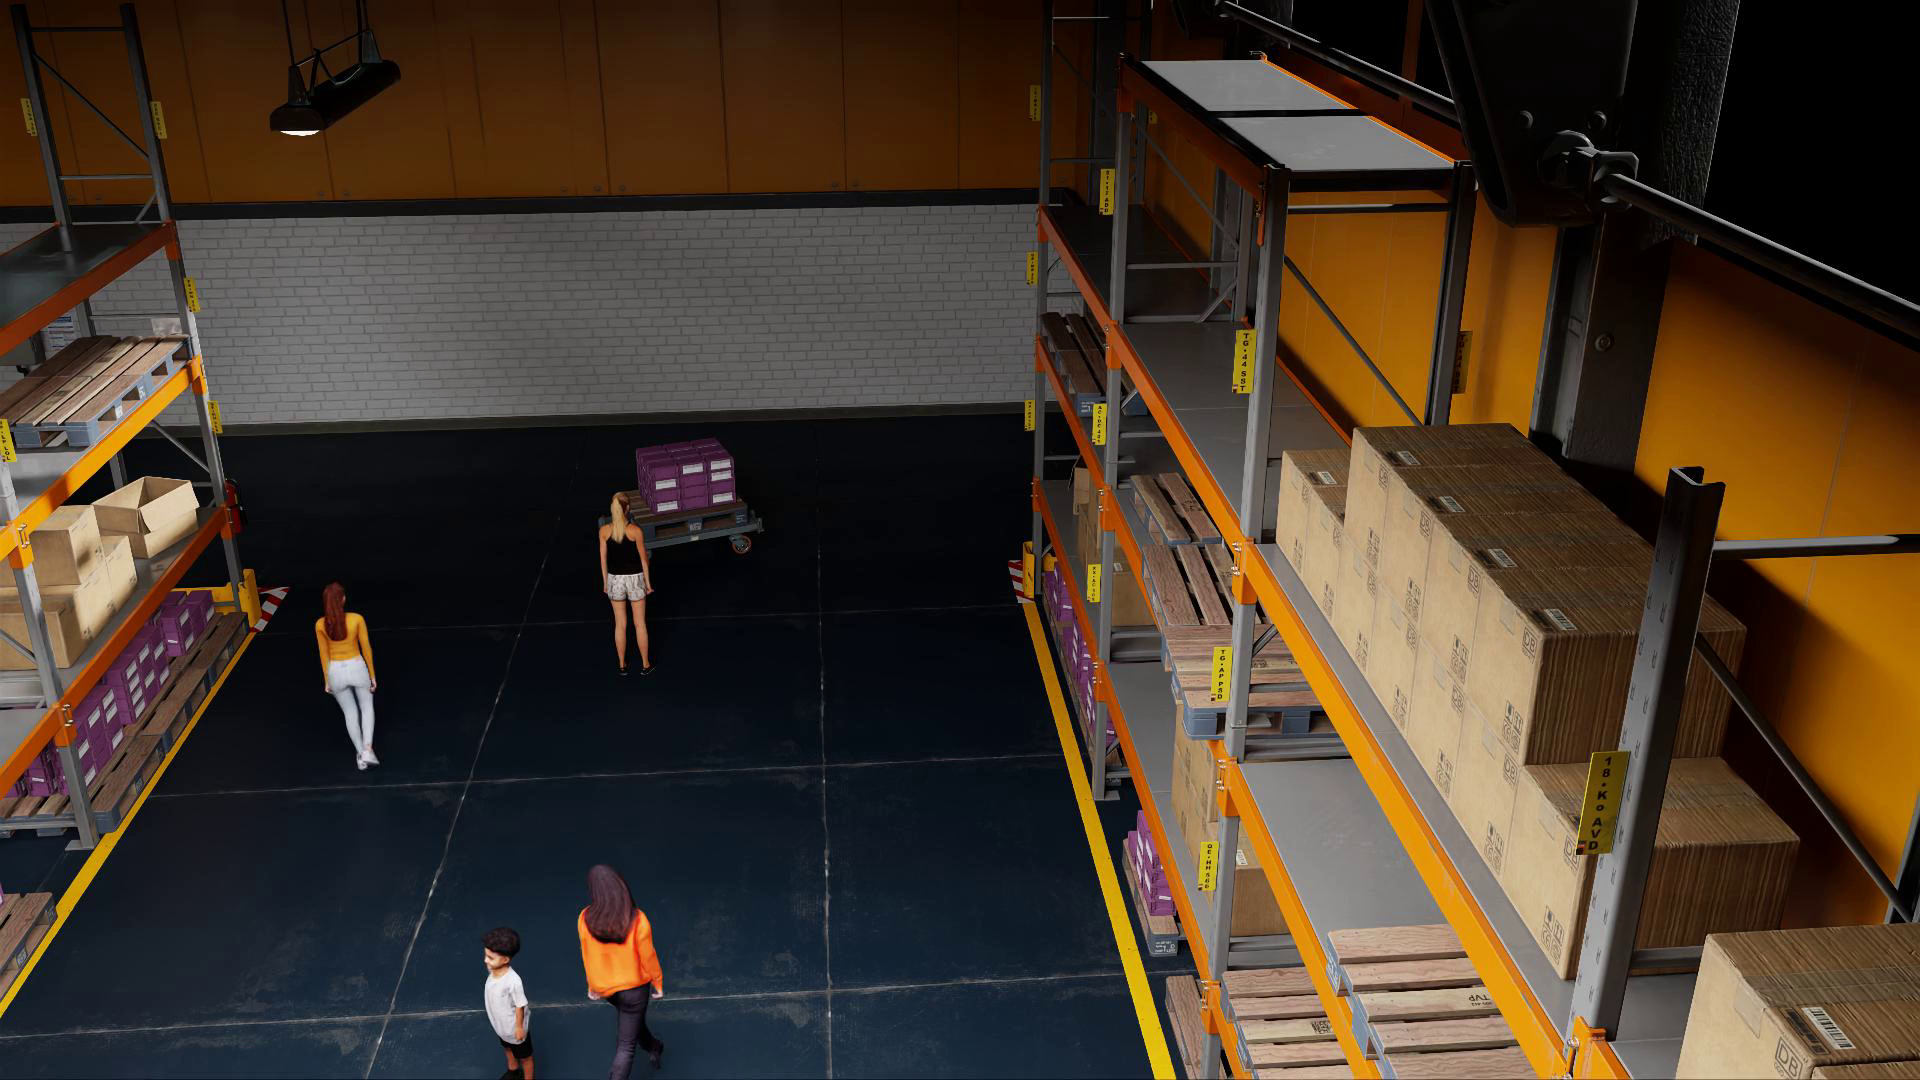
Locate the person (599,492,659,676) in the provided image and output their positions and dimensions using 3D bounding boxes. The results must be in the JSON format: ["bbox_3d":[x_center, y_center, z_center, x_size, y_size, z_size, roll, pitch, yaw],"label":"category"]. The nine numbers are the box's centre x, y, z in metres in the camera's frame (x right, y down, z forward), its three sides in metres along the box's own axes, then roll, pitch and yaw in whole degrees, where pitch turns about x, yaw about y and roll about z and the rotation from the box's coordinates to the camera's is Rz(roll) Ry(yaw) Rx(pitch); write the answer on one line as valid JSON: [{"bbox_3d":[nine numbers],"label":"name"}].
[{"bbox_3d":[-3.124,0.389,15.567,0.645,1.845,0.554,1,24,2],"label":"person"}]

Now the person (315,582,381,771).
[{"bbox_3d":[-5.103,1.189,13.870,0.687,1.739,0.847,-8,25,-17],"label":"person"}]

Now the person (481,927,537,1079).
[{"bbox_3d":[-2.819,2.961,10.413,0.567,1.261,0.633,21,31,39],"label":"person"}]

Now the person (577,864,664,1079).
[{"bbox_3d":[-2.098,2.825,10.186,0.925,1.691,1.198,8,25,17],"label":"person"}]
